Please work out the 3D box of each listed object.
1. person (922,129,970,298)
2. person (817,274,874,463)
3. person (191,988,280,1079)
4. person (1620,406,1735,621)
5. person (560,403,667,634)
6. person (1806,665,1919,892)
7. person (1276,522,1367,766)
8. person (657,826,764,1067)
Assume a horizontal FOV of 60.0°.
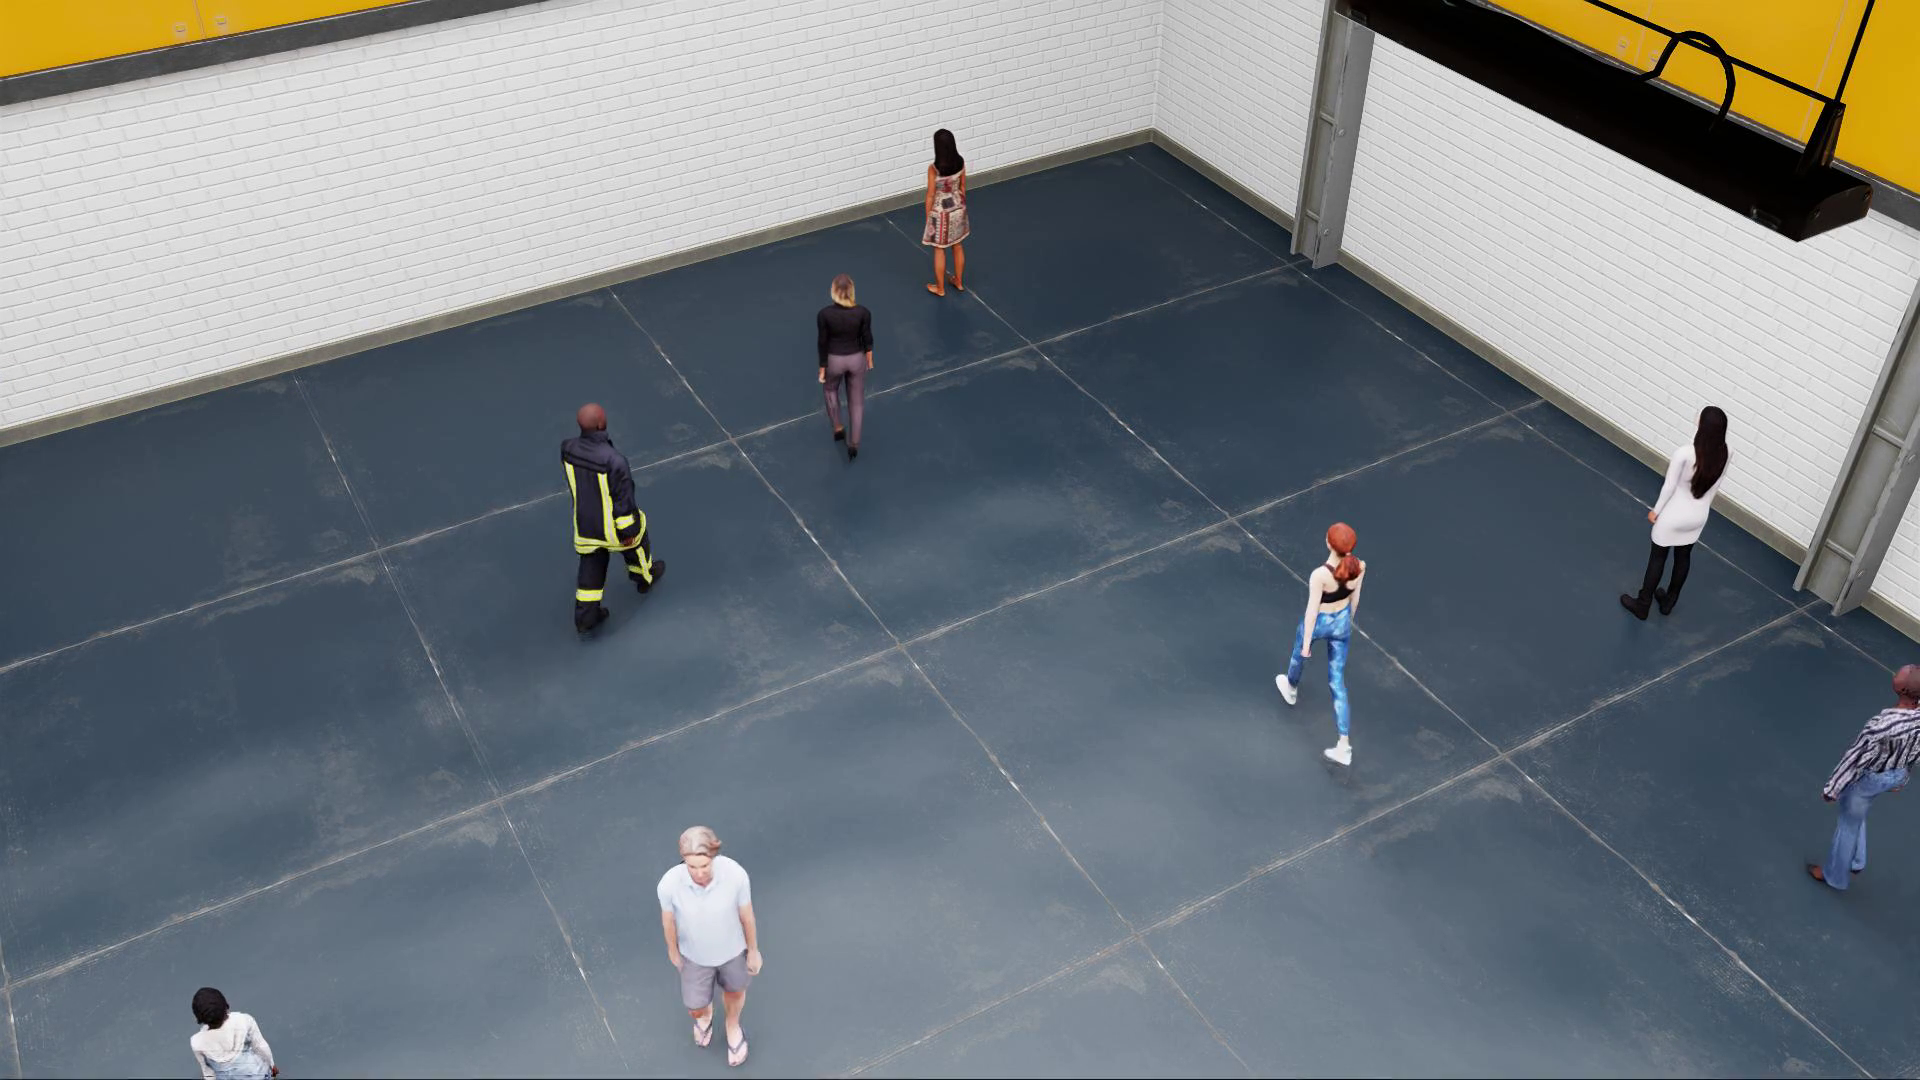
[{"bbox_3d":[-0.119,-3.070,15.564,0.665,1.645,0.540,-23,44,-26],"label":"person"},{"bbox_3d":[-0.915,-1.333,13.377,0.717,1.658,0.738,-7,39,-8],"label":"person"},{"bbox_3d":[-3.687,2.784,8.555,0.519,1.243,0.797,-23,44,-26],"label":"person"},{"bbox_3d":[5.130,-0.184,11.818,0.670,1.809,0.643,-7,39,-9],"label":"person"},{"bbox_3d":[-2.569,-0.141,11.783,1.254,1.785,1.223,17,42,20],"label":"person"},{"bbox_3d":[5.416,1.479,9.757,0.683,1.783,0.628,-14,41,-17],"label":"person"},{"bbox_3d":[2.427,0.673,10.800,0.808,1.741,1.287,-9,40,-12],"label":"person"},{"bbox_3d":[-1.321,2.109,8.940,0.739,1.818,0.781,-8,39,-9],"label":"person"}]
